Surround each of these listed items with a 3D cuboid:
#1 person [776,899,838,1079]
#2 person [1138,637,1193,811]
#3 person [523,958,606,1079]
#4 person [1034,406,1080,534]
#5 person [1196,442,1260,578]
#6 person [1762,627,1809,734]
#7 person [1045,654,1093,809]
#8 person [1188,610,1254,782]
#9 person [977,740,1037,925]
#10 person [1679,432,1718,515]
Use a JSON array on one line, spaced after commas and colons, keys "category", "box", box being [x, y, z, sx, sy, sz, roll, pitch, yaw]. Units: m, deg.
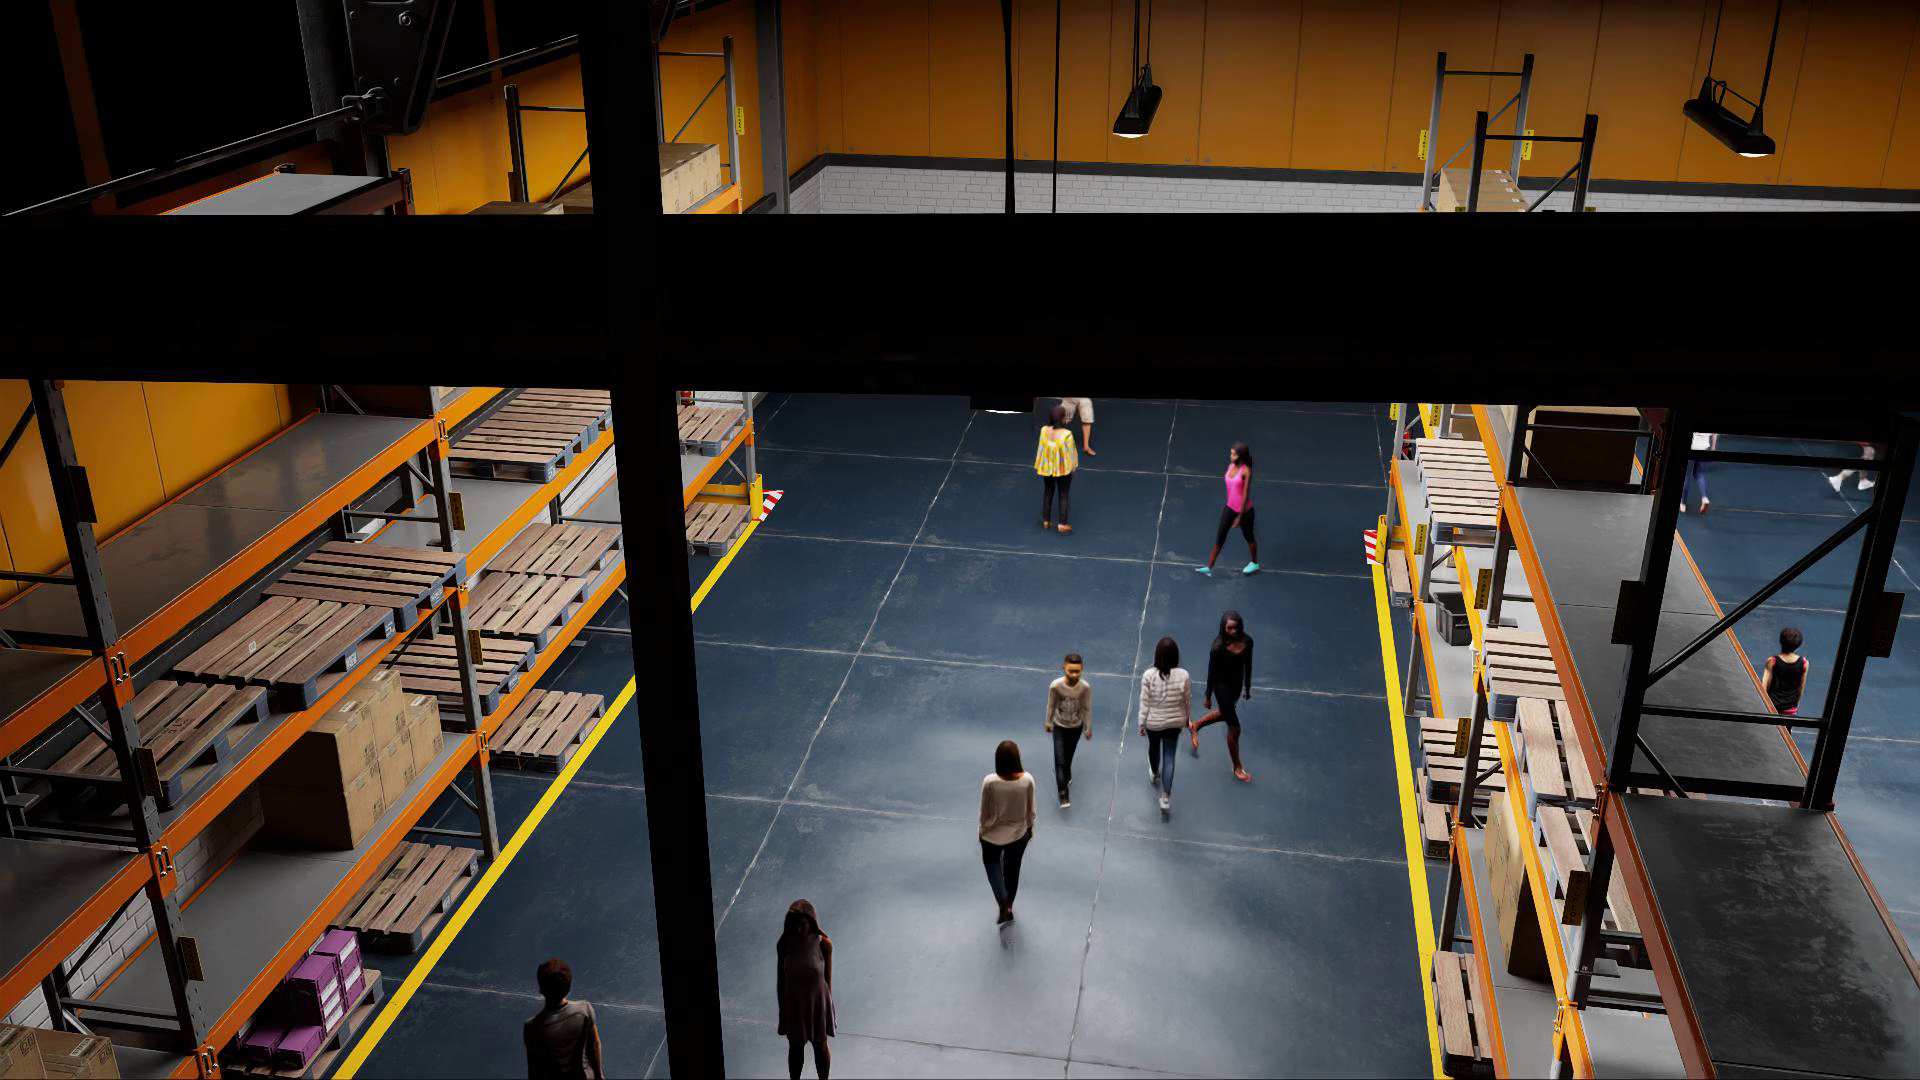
[{"category": "person", "box": [-1.053, 3.204, 11.398, 0.598, 1.769, 0.617, 0, 24, 1]}, {"category": "person", "box": [1.863, 1.682, 15.084, 0.731, 1.606, 1.102, 1, 24, 2]}, {"category": "person", "box": [-2.506, 3.483, 10.603, 0.725, 1.894, 0.773, -14, 27, -29]}, {"category": "person", "box": [1.219, -0.896, 20.920, 0.841, 1.655, 0.885, 15, 28, 30]}, {"category": "person", "box": [3.371, -0.337, 19.625, 1.125, 1.667, 1.065, -16, 28, -32]}, {"category": "person", "box": [7.629, 1.519, 15.524, 0.558, 1.552, 0.518, 2, 24, 5]}, {"category": "person", "box": [0.996, 1.678, 15.319, 0.739, 1.424, 1.066, -2, 24, -5]}, {"category": "person", "box": [2.452, 1.401, 15.625, 1.076, 1.687, 1.174, -15, 28, -31]}, {"category": "person", "box": [0.376, 2.399, 13.360, 0.748, 1.672, 0.813, -3, 24, -8]}, {"category": "person", "box": [9.492, -1.112, 21.325, 0.723, 1.726, 0.932, -3, 24, -7]}]
